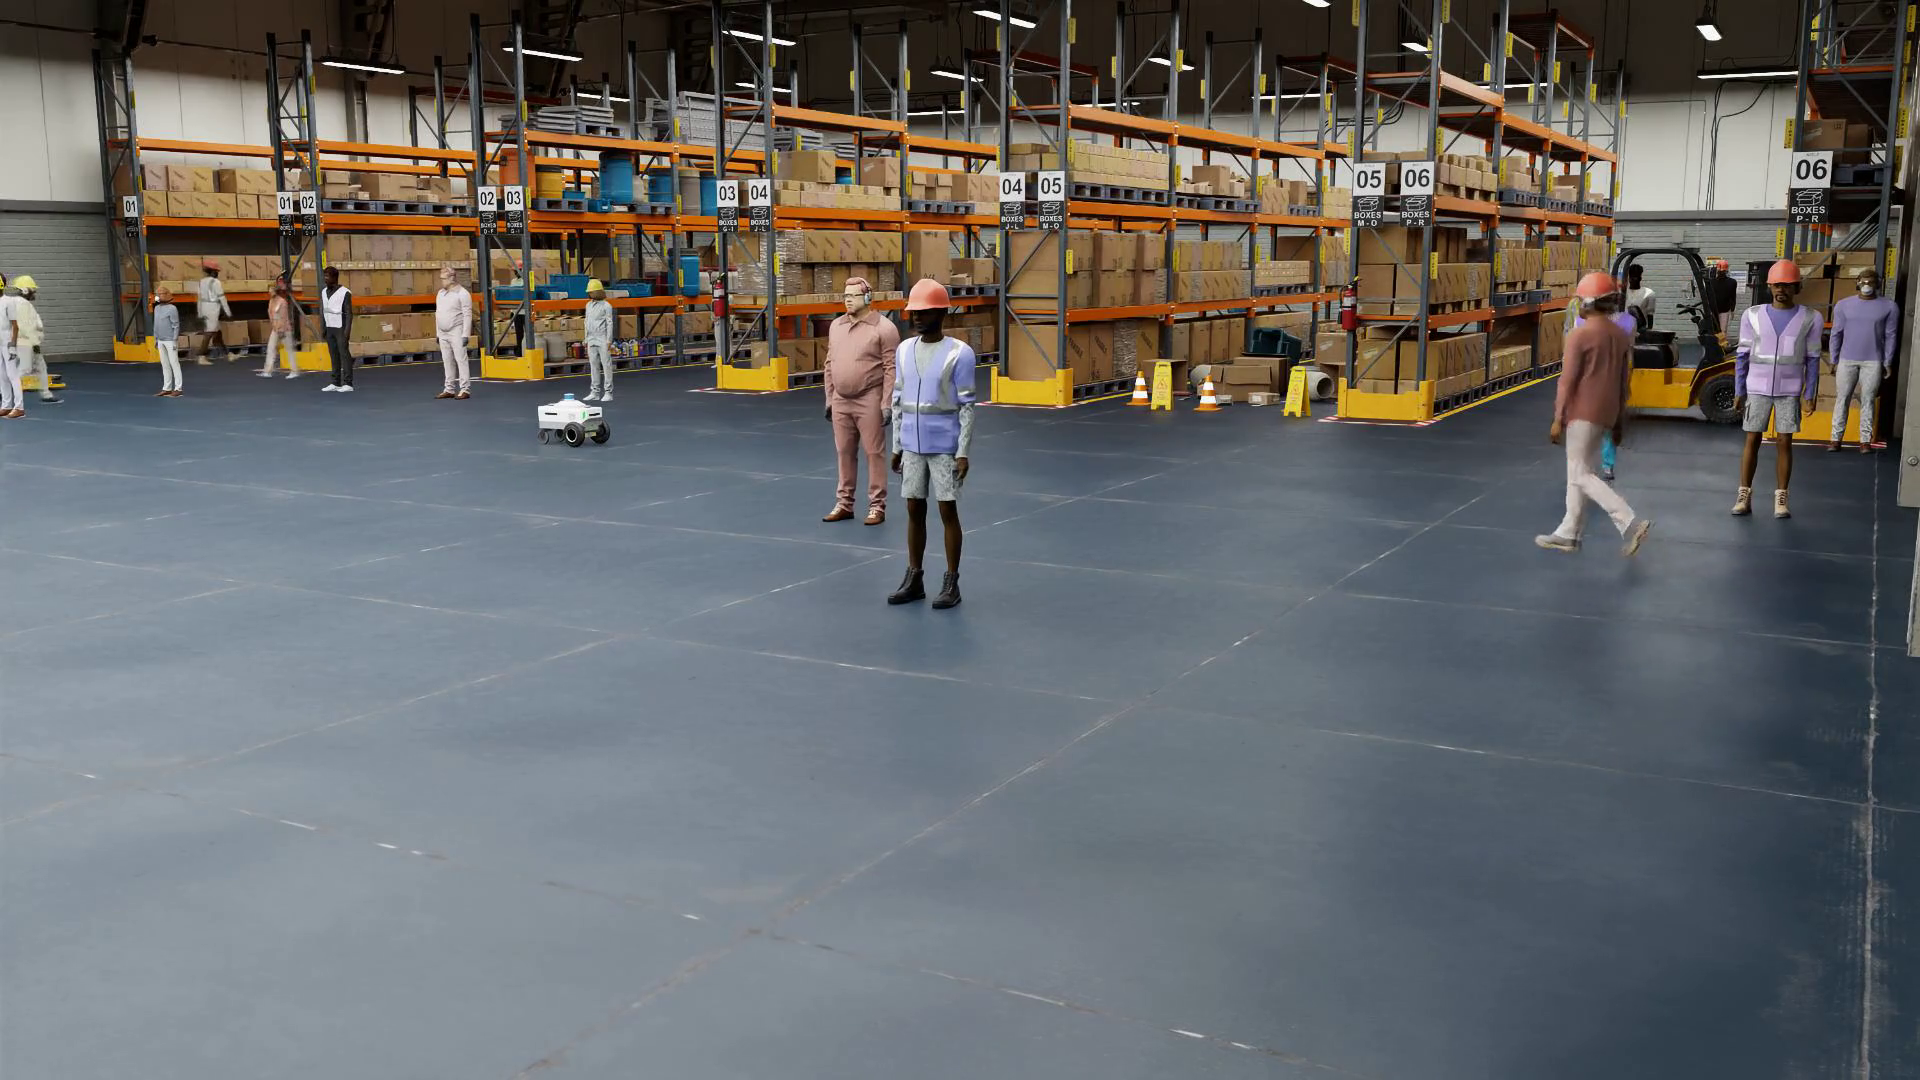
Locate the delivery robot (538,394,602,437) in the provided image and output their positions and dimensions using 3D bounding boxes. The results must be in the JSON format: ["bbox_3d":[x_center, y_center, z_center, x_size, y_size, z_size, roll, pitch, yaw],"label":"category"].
[{"bbox_3d":[-4.297,-1.367,18.315,0.707,0.478,0.477,5,11,28],"label":"delivery robot"}]

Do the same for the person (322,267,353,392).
[{"bbox_3d":[-9.555,-3.230,25.527,0.587,1.913,0.391,5,11,29],"label":"person"}]

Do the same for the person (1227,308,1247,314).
[{"bbox_3d":[6.053,-4.947,36.206,0.531,1.698,0.320,5,11,29],"label":"person"}]

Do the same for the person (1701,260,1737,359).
[{"bbox_3d":[15.285,-4.629,33.505,0.611,1.985,0.393,5,11,29],"label":"person"}]

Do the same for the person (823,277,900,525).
[{"bbox_3d":[-0.792,-1.068,12.883,0.639,1.911,0.406,5,11,29],"label":"person"}]

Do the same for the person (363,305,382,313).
[{"bbox_3d":[-12.562,-4.857,35.509,0.524,1.760,0.328,5,11,29],"label":"person"}]

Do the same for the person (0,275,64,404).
[{"bbox_3d":[-12.975,-2.753,23.040,0.794,1.810,0.592,-4,11,-24],"label":"person"}]

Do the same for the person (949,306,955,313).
[{"bbox_3d":[-0.306,-6.487,44.515,0.627,1.941,0.371,5,11,29],"label":"person"}]

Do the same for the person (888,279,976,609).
[{"bbox_3d":[-0.177,-0.561,9.822,0.542,1.939,0.361,5,11,29],"label":"person"}]

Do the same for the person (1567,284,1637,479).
[{"bbox_3d":[5.993,-1.488,15.543,0.563,1.837,0.389,5,11,29],"label":"person"}]

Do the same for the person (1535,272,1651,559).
[{"bbox_3d":[4.394,-0.847,11.428,0.613,1.974,0.855,-8,12,-38],"label":"person"}]

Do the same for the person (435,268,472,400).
[{"bbox_3d":[-7.380,-2.987,24.145,0.639,1.902,0.406,5,11,29],"label":"person"}]

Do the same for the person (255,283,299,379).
[{"bbox_3d":[-11.524,-3.502,27.983,0.542,1.602,0.779,8,12,38],"label":"person"}]

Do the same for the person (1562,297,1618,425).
[{"bbox_3d":[7.681,-2.306,20.347,0.621,1.837,0.429,5,11,29],"label":"person"}]

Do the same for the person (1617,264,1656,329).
[{"bbox_3d":[9.750,-3.020,24.161,0.603,1.958,0.381,5,11,29],"label":"person"}]

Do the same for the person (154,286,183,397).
[{"bbox_3d":[-11.726,-2.928,24.571,0.498,1.634,0.279,5,11,29],"label":"person"}]

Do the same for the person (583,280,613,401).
[{"bbox_3d":[-5.196,-2.853,23.837,0.484,1.735,0.311,5,11,29],"label":"person"}]

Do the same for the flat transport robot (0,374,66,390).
[{"bbox_3d":[-14.712,-2.482,25.947,1.431,0.197,0.652,5,11,28],"label":"flat transport robot"}]

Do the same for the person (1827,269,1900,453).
[{"bbox_3d":[9.510,-1.881,17.552,0.627,1.941,0.371,5,11,29],"label":"person"}]

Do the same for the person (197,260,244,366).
[{"bbox_3d":[-14.122,-4.308,31.606,0.618,1.984,1.056,7,12,37],"label":"person"}]

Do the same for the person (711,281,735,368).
[{"bbox_3d":[-4.376,-3.976,30.685,0.514,1.642,0.310,5,11,29],"label":"person"}]

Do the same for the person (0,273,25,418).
[{"bbox_3d":[-12.286,-2.495,21.342,0.521,1.874,0.328,5,11,29],"label":"person"}]

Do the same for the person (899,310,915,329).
[{"bbox_3d":[-1.371,-6.147,42.868,0.755,1.826,0.522,-1,10,-8],"label":"person"}]

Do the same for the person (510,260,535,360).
[{"bbox_3d":[-8.555,-4.461,32.485,0.611,1.996,0.378,5,11,29],"label":"person"}]

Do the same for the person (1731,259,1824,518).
[{"bbox_3d":[6.473,-1.192,13.207,0.605,2.045,0.378,5,11,29],"label":"person"}]
